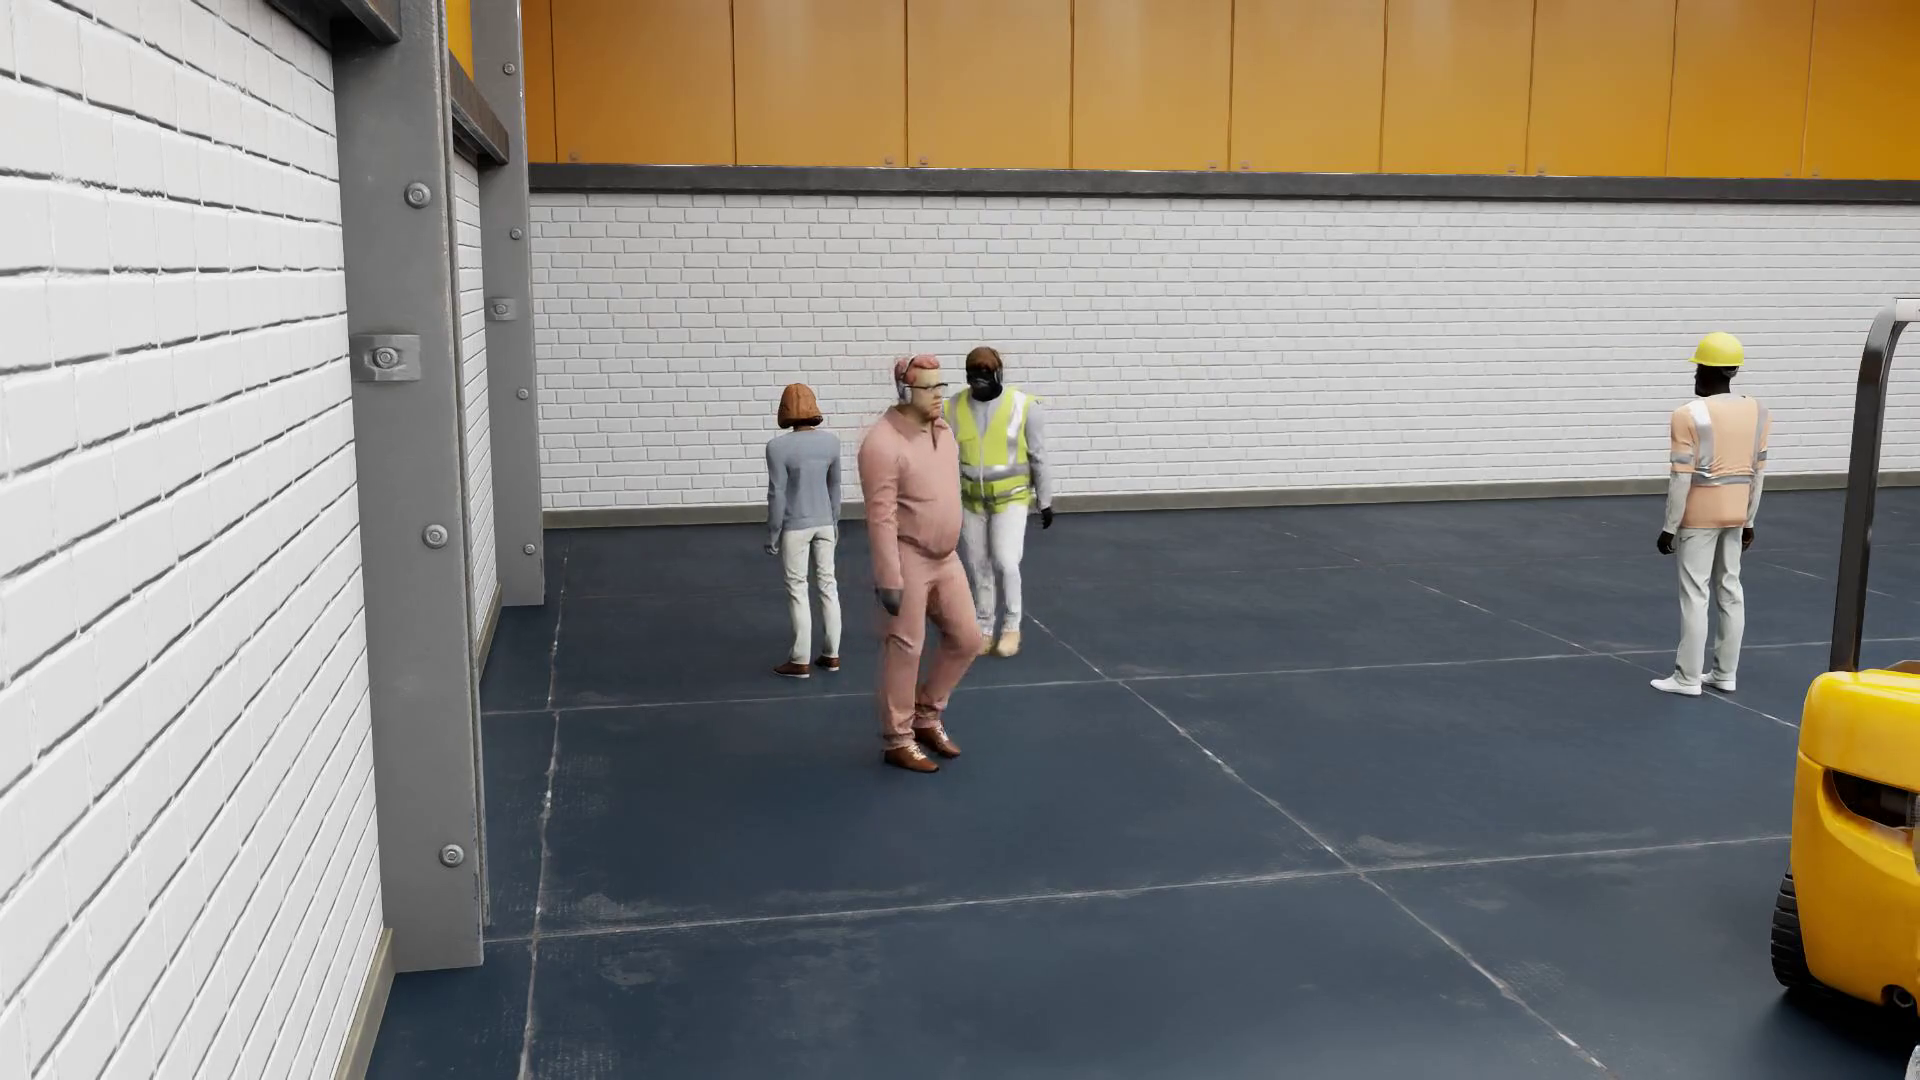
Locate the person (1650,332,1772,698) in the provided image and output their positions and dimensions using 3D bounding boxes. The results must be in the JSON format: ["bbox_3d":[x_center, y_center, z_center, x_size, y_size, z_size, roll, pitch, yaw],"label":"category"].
[{"bbox_3d":[3.958,-0.127,8.785,0.590,1.930,0.358,-3,10,-18],"label":"person"}]

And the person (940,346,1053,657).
[{"bbox_3d":[0.176,-0.209,9.633,0.690,1.820,0.505,3,10,17],"label":"person"}]

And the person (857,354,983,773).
[{"bbox_3d":[-0.167,0.112,7.457,0.451,1.888,0.668,6,11,34],"label":"person"}]

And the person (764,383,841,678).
[{"bbox_3d":[-0.871,-0.052,9.237,0.501,1.631,0.287,-8,12,-41],"label":"person"}]

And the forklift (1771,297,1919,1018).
[{"bbox_3d":[3.542,0.334,5.177,2.313,2.155,1.214,-9,13,-43],"label":"forklift"}]
